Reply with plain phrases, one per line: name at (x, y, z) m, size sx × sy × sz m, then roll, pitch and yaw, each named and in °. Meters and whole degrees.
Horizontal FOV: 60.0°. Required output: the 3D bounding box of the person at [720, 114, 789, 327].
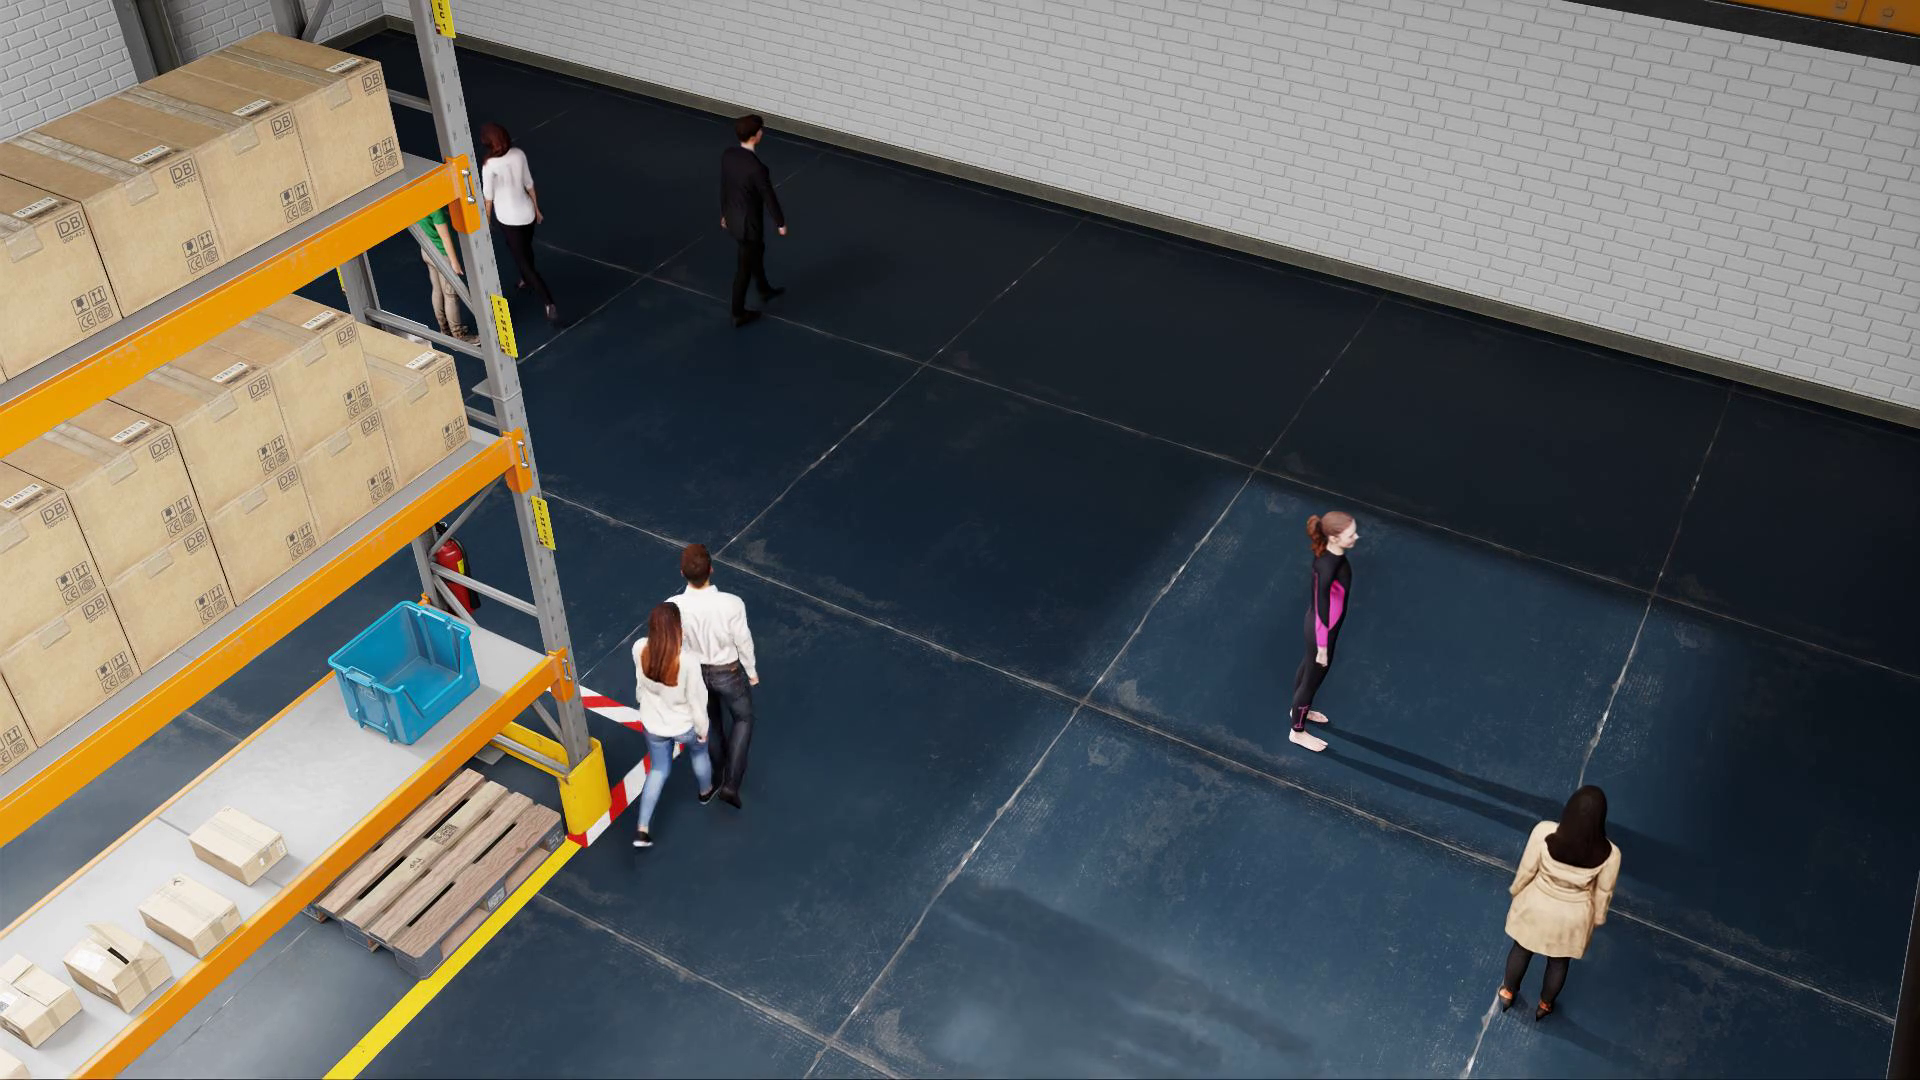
person at (-1.875, -2.651, 14.059) m, size 1.028 × 1.860 × 0.885 m, roll -30°, pitch 47°, yaw -32°

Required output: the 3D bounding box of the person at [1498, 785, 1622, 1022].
person at (3.053, 1.882, 8.525) m, size 0.646 × 1.682 × 0.538 m, roll 17°, pitch 42°, yaw 20°

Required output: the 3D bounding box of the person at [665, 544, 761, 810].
person at (-1.426, 0.833, 9.699) m, size 0.935 × 1.857 × 1.067 m, roll 0°, pitch 39°, yaw 1°

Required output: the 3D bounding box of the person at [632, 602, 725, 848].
person at (-1.680, 1.086, 9.529) m, size 0.753 × 1.672 × 1.114 m, roll 11°, pitch 40°, yaw 13°

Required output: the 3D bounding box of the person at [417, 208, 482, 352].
person at (-4.348, -2.371, 13.876) m, size 0.618 × 1.651 × 0.649 m, roll -30°, pitch 47°, yaw -32°

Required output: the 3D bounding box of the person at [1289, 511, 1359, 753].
person at (2.212, 0.529, 10.163) m, size 0.680 × 1.752 × 0.587 m, roll 9°, pitch 39°, yaw 11°

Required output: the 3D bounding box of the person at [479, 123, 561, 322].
person at (-3.726, -2.664, 14.166) m, size 0.787 × 1.747 × 1.070 m, roll 30°, pitch 47°, yaw 32°
